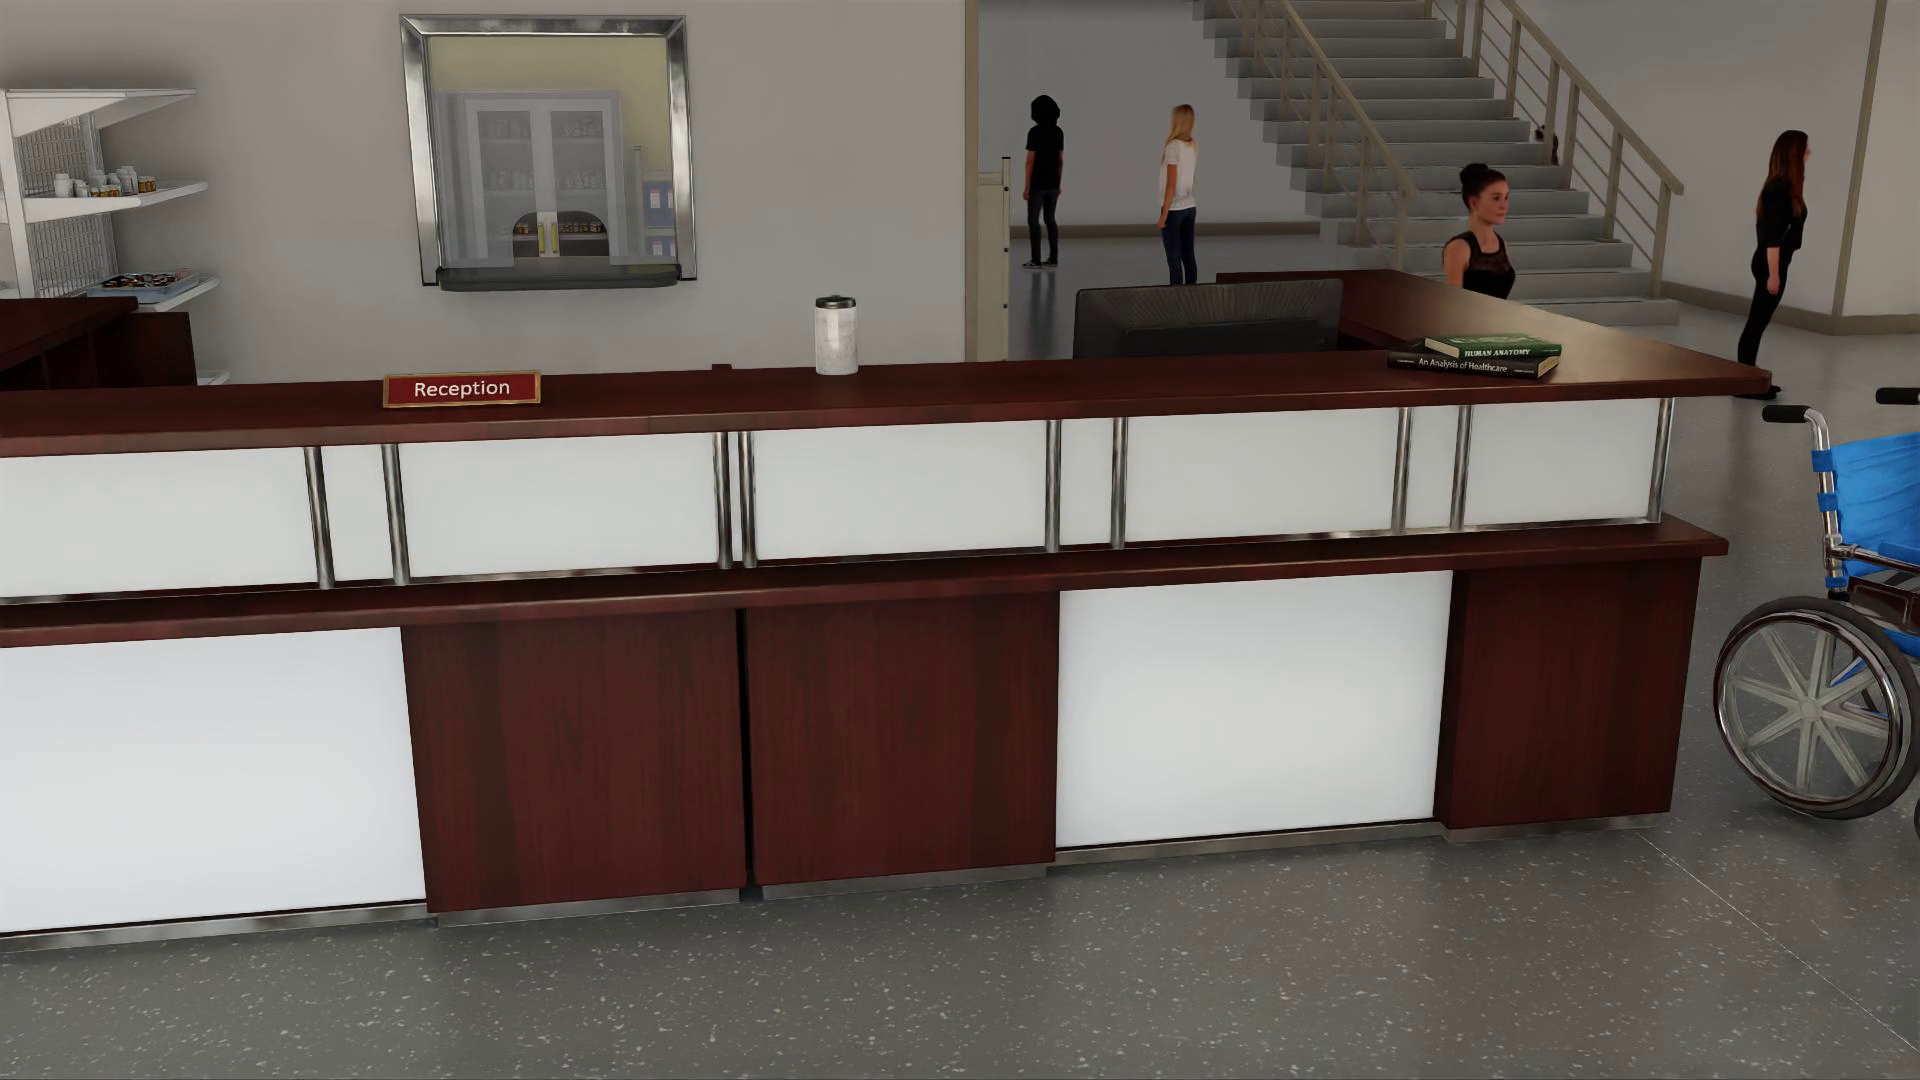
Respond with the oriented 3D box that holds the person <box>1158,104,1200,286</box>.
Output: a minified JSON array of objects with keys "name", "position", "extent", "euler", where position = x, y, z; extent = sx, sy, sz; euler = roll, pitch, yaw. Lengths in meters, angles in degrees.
[{"name":"person","position":[1.865,-2.770,14.104],"extent":[0.713,1.809,0.669],"euler":[12,20,37]}]

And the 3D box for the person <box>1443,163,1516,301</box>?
[{"name":"person","position":[2.237,-0.827,7.550],"extent":[0.891,1.626,1.204],"euler":[-10,19,-32]}]

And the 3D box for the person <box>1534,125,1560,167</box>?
[{"name":"person","position":[5.865,-3.336,16.609],"extent":[0.648,1.538,0.720],"euler":[-7,17,-23]}]

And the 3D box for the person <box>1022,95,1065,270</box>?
[{"name":"person","position":[0.909,-3.846,17.869],"extent":[0.708,1.824,0.680],"euler":[-12,19,-35]}]

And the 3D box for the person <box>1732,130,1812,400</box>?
[{"name":"person","position":[5.252,-1.787,10.800],"extent":[0.739,1.710,0.652],"euler":[8,18,26]}]
